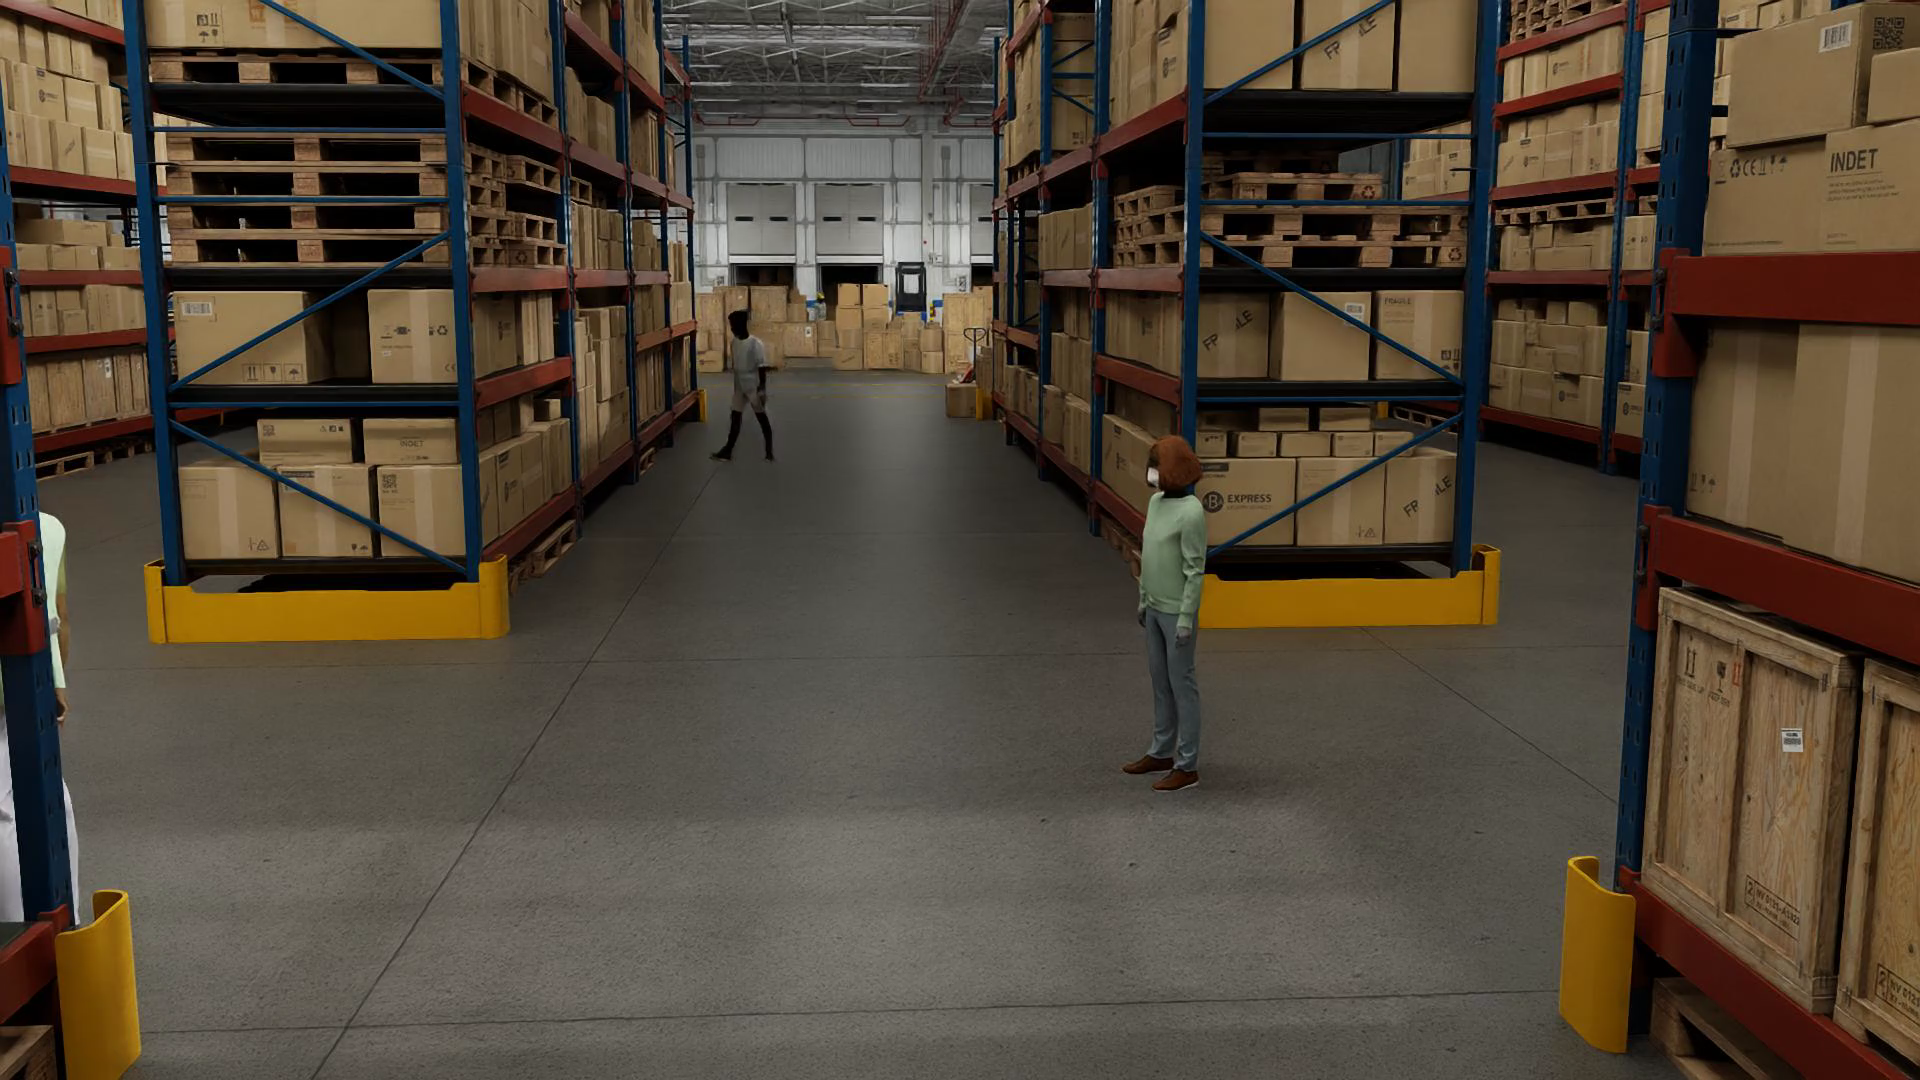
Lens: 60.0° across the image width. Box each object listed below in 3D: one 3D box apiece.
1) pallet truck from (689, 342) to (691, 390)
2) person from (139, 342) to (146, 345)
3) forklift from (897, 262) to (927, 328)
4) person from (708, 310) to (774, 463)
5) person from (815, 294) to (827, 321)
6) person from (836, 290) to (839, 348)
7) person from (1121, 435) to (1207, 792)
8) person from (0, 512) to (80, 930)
[{"bbox_3d":[-5.225,-3.008,27.480,1.885,1.965,0.823,2,9,14],"label":"pallet truck"},{"bbox_3d":[-27.751,-7.603,56.476,0.895,1.955,0.613,-1,9,-8],"label":"person"},{"bbox_3d":[-1.708,-8.380,58.448,1.129,2.768,1.873,-1,9,-4],"label":"forklift"},{"bbox_3d":[-2.678,-1.907,20.814,0.701,1.931,0.755,7,12,39],"label":"person"},{"bbox_3d":[-4.718,-7.584,57.107,0.498,1.710,0.825,-7,11,-37],"label":"person"},{"bbox_3d":[-3.769,-7.217,54.146,0.574,1.923,0.641,-2,9,-13],"label":"person"},{"bbox_3d":[0.957,0.330,7.652,0.284,1.636,0.500,-3,10,-19],"label":"person"},{"bbox_3d":[-3.250,0.550,5.636,0.383,1.842,0.573,3,10,19],"label":"person"}]
